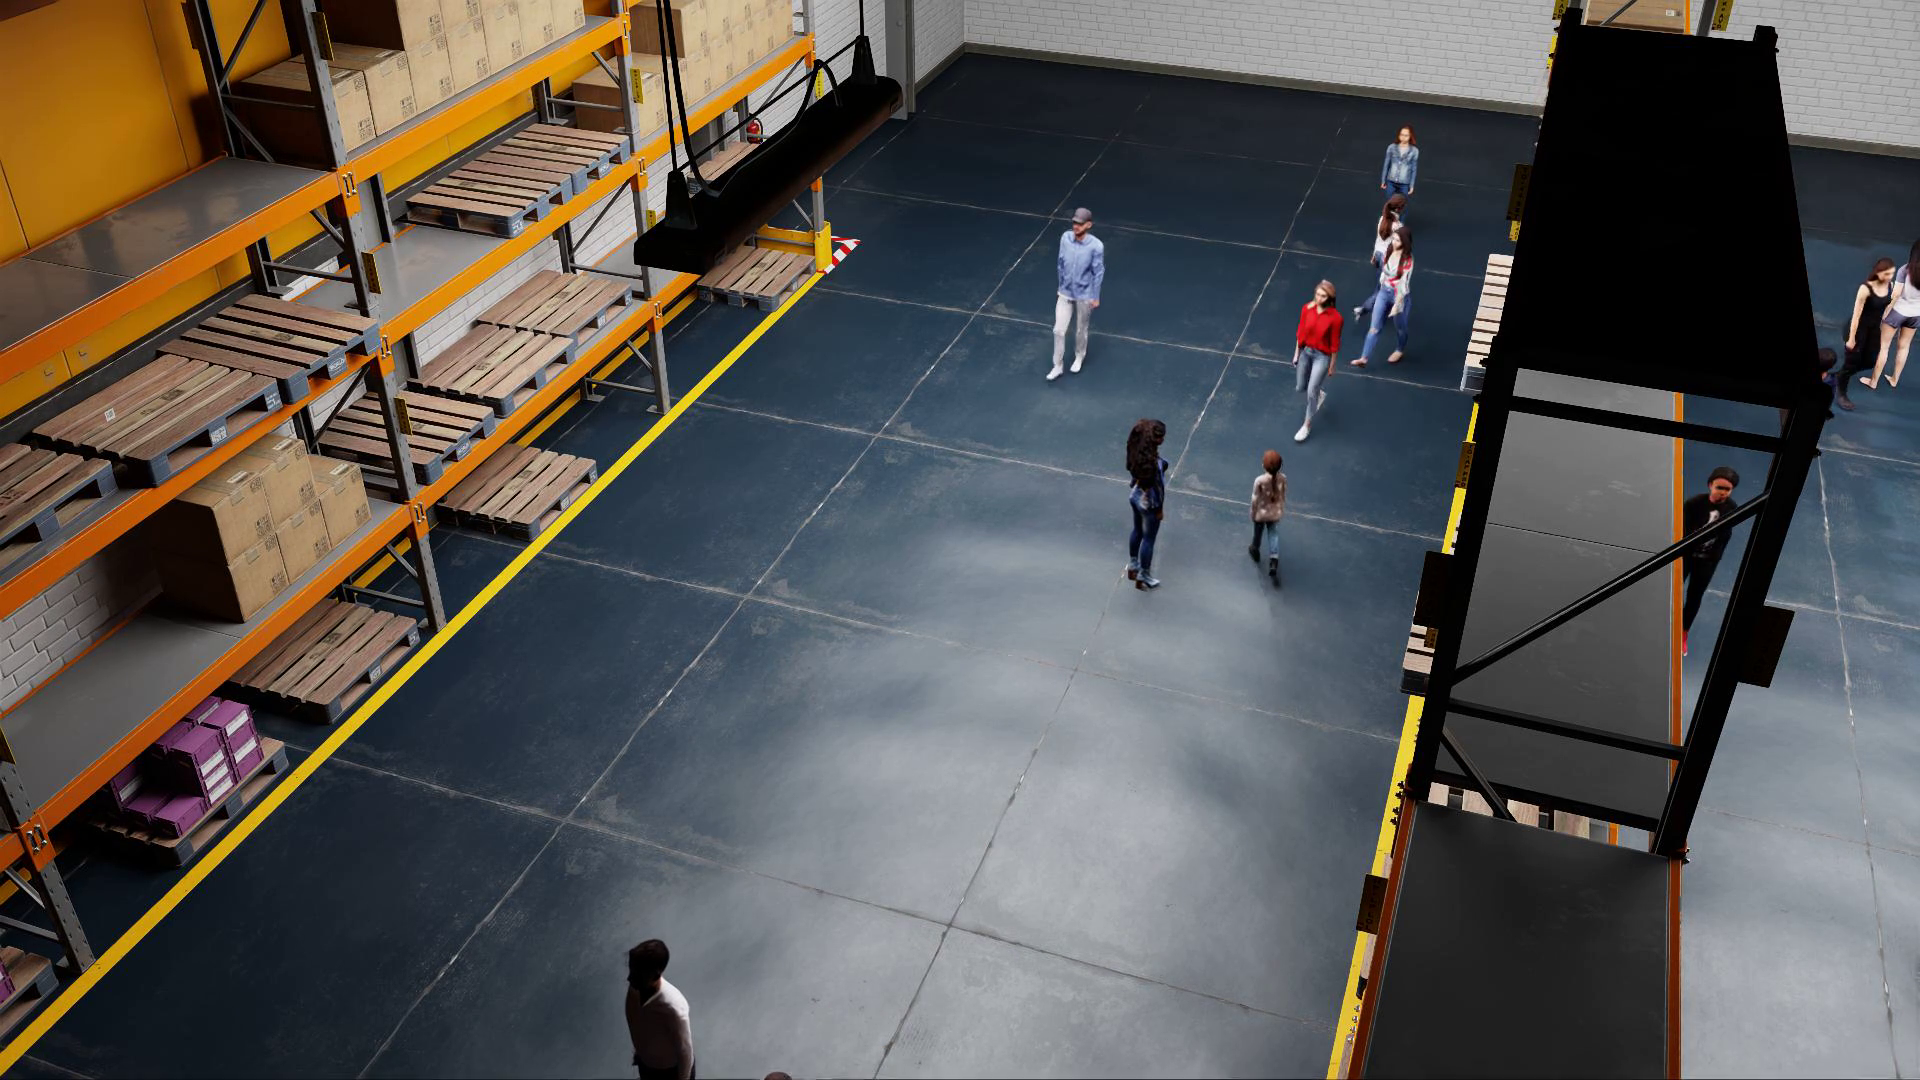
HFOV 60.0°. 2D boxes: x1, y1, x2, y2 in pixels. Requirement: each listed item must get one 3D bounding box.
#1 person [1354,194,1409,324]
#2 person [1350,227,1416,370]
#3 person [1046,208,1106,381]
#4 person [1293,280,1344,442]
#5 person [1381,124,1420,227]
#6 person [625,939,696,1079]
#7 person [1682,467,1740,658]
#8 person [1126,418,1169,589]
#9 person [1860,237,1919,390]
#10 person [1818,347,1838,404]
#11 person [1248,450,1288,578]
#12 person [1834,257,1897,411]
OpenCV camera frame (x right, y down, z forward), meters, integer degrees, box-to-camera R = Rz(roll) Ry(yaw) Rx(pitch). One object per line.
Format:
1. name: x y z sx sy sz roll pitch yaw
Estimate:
1. person: 4.706 -3.100 18.550 1.027 1.543 0.895 -22 40 -30
2. person: 4.690 -2.575 17.736 1.116 1.571 0.933 -25 41 -32
3. person: 1.267 -2.645 17.574 0.716 1.866 0.874 14 36 20
4. person: 3.555 -1.825 16.496 0.785 1.694 0.943 24 40 31
5. person: 5.448 -4.443 20.632 0.570 1.476 0.517 14 36 20
6. person: -1.632 2.888 9.248 0.744 1.868 0.719 -26 41 -33
7. person: 6.032 0.088 13.661 0.621 1.647 1.040 9 35 14
8. person: 1.602 -0.325 14.302 0.756 1.625 0.692 -14 36 -20
9. person: 9.830 -2.380 17.320 0.670 1.706 0.660 -3 34 -4
10. person: 8.252 -1.304 16.139 0.559 1.221 0.538 6 34 9
11. person: 2.714 -0.230 14.561 0.677 1.180 0.871 -2 34 -4
12. person: 9.160 -2.146 16.997 0.773 1.674 0.832 -13 36 -19
